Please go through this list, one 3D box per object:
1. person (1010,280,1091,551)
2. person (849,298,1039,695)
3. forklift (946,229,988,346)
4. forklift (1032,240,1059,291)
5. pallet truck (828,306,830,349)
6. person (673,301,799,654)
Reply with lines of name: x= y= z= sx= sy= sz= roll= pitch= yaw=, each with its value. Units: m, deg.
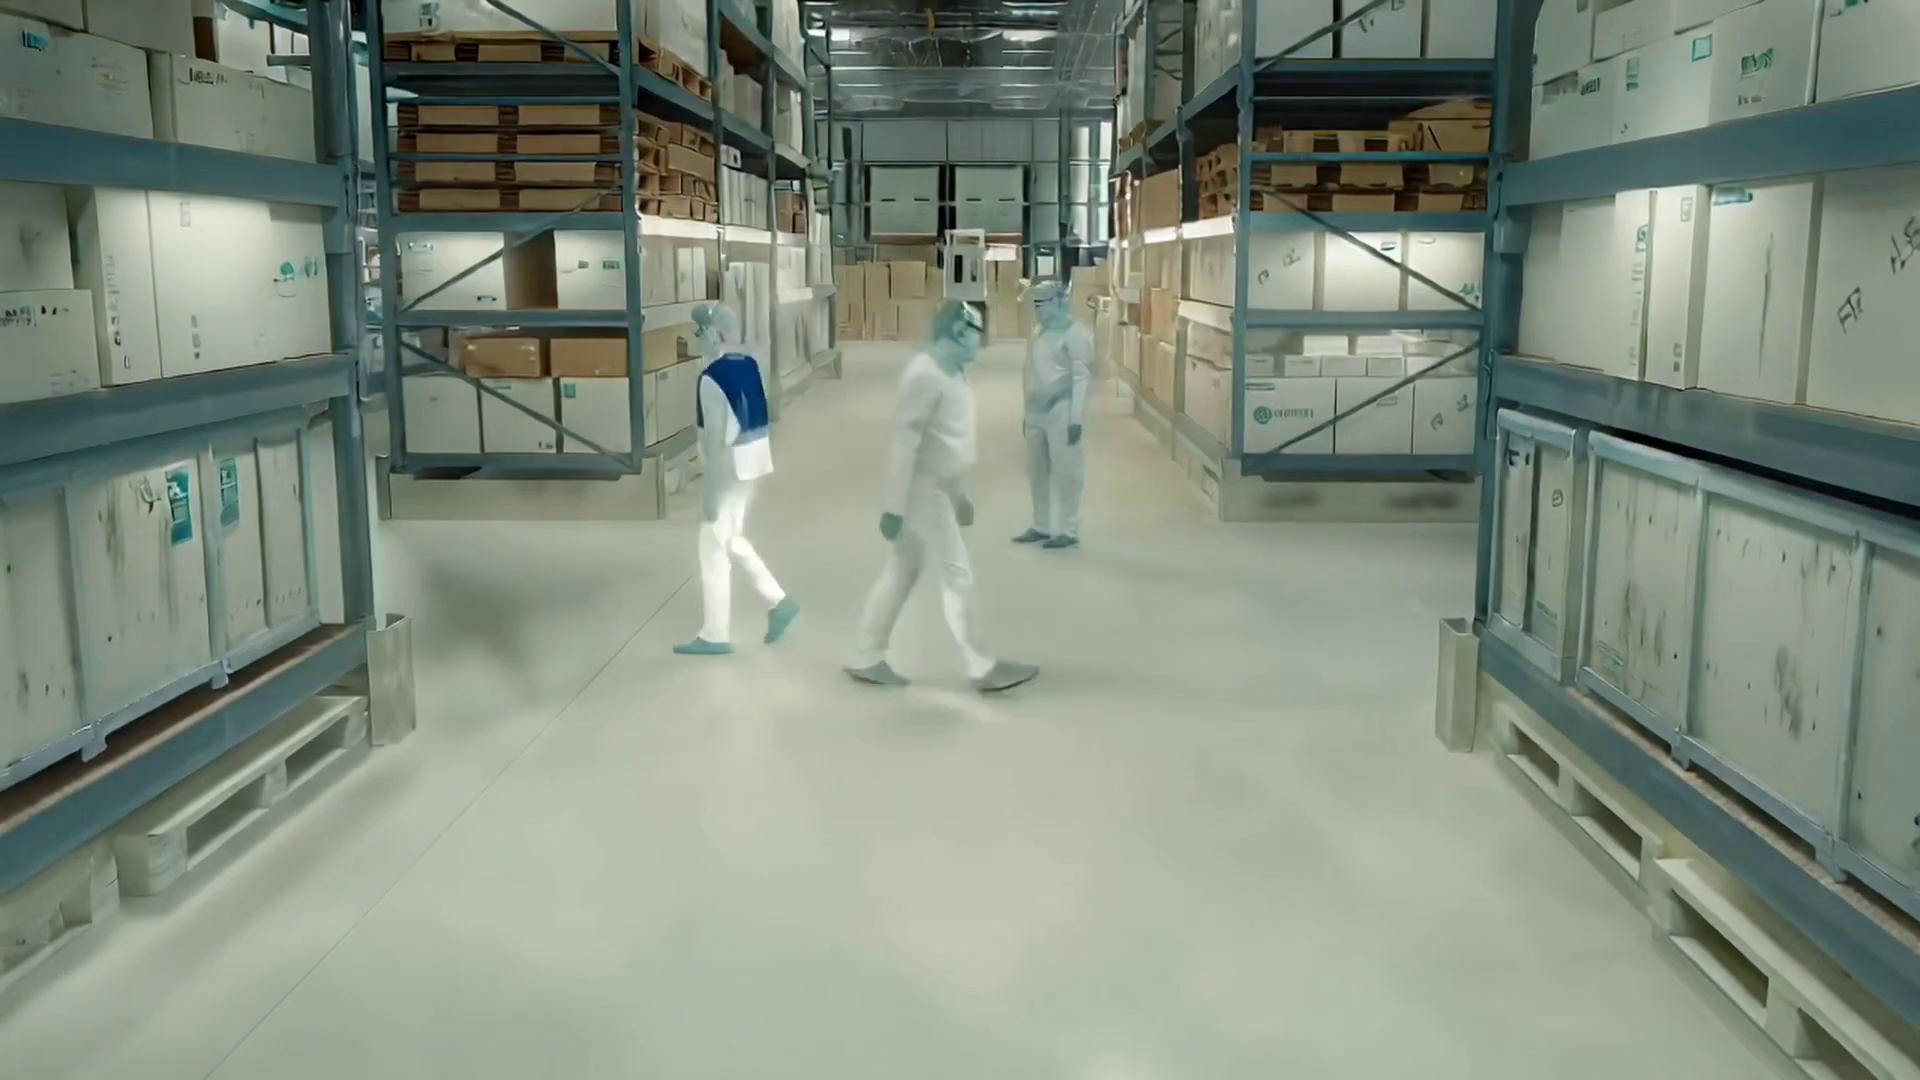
person: x=0.630 y=-0.870 z=11.726 sx=0.433 sy=1.900 sz=0.690 roll=-6 pitch=11 yaw=-33
person: x=-0.065 y=-0.193 z=7.785 sx=0.999 sy=1.850 sz=0.660 roll=1 pitch=10 yaw=7
forklift: x=0.124 y=-6.117 z=40.203 sx=1.129 sy=2.768 sz=1.873 roll=0 pitch=9 yaw=1
forklift: x=3.172 y=-9.648 z=61.356 sx=1.129 sy=2.768 sz=1.873 roll=0 pitch=9 yaw=1
pallet truck: x=-3.100 y=-3.940 z=29.800 sx=1.885 sy=1.965 sz=0.823 roll=3 pitch=10 yaw=19
person: x=-1.165 y=-0.312 z=8.572 sx=0.553 sy=1.827 sz=0.602 roll=3 pitch=10 yaw=15
